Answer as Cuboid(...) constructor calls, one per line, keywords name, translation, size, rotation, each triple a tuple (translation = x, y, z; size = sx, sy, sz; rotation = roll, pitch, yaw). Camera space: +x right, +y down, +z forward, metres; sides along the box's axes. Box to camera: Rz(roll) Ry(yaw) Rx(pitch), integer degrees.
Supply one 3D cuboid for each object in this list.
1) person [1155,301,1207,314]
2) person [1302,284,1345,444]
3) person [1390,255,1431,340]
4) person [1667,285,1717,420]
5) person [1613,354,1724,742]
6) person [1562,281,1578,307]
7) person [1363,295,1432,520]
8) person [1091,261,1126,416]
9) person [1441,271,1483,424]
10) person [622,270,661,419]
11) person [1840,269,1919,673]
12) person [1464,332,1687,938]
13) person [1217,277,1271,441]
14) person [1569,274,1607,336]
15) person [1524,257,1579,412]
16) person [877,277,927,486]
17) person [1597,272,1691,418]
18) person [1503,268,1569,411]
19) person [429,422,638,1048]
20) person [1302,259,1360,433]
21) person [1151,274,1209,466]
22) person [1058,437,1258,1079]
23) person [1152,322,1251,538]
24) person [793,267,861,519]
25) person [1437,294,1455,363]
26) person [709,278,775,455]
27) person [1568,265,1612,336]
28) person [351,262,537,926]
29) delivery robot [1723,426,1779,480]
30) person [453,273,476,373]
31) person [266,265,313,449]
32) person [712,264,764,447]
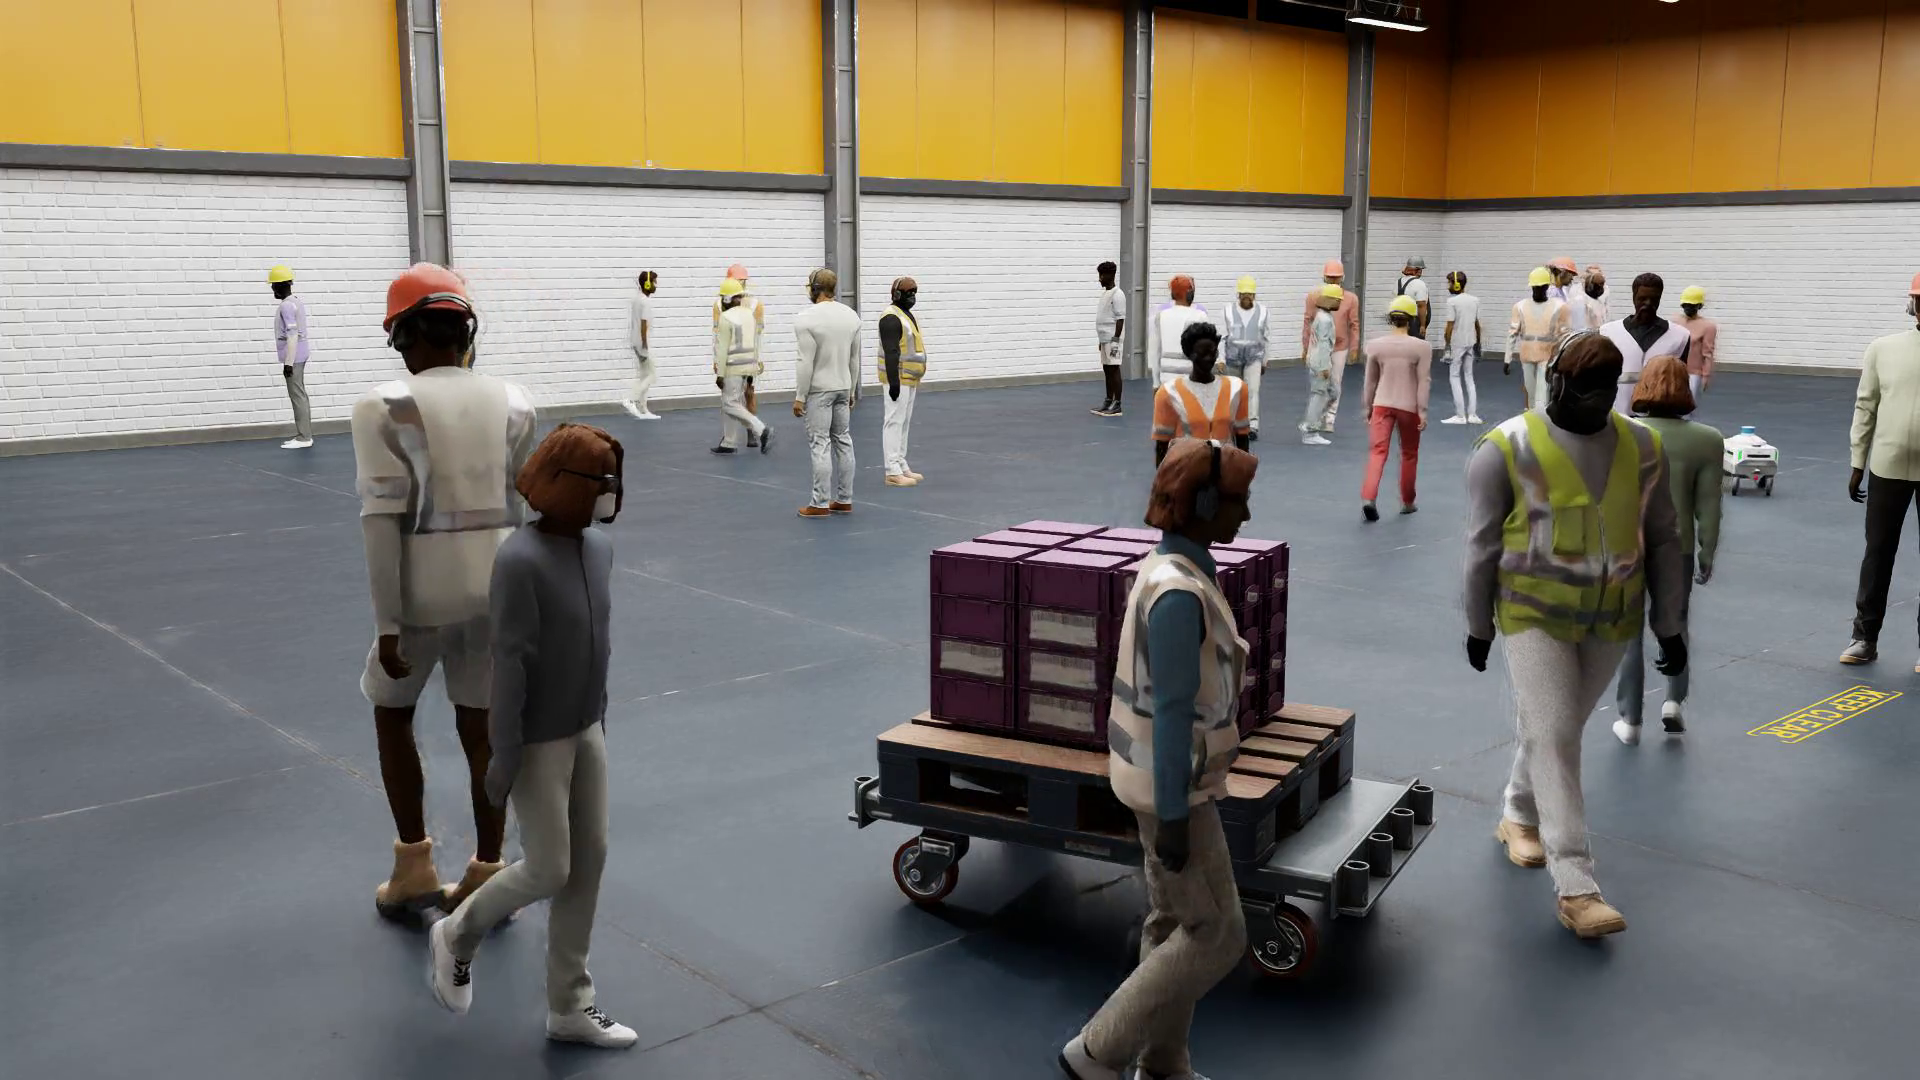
Cuboid(name="person", translation=(2.283, -1.855, 17.420), size=(0.577, 1.829, 0.690), rotation=(-2, 10, -9))
Cuboid(name="person", translation=(3.915, -1.882, 17.872), size=(0.405, 1.715, 0.523), rotation=(2, 10, 9))
Cuboid(name="person", translation=(6.854, -3.279, 25.138), size=(0.535, 2.000, 0.688), rotation=(-4, 11, -23))
Cuboid(name="person", translation=(7.066, -1.613, 16.239), size=(0.386, 1.738, 0.547), rotation=(-8, 13, -40))
Cuboid(name="person", translation=(2.870, 0.042, 6.933), size=(0.504, 1.622, 0.354), rotation=(2, 10, 12))
Cuboid(name="person", translation=(10.581, -3.920, 29.222), size=(0.552, 1.924, 0.592), rotation=(-1, 10, -6))
Cuboid(name="person", translation=(3.346, -1.021, 12.827), size=(0.530, 1.732, 0.873), rotation=(6, 11, 31))
Cuboid(name="person", translation=(1.897, -2.552, 21.123), size=(0.378, 1.958, 0.600), rotation=(-2, 10, -13))
Cuboid(name="person", translation=(6.055, -2.312, 20.050), size=(0.595, 1.847, 0.400), rotation=(-6, 11, -29))
Cuboid(name="person", translation=(-3.914, -2.390, 20.505), size=(0.443, 1.849, 0.551), rotation=(-5, 11, -27))
Cuboid(name="person", translation=(4.669, -0.350, 8.116), size=(0.609, 1.997, 0.375), rotation=(7, 12, 37))
Cuboid(name="person", translation=(1.921, 0.251, 5.198), size=(0.632, 1.794, 0.978), rotation=(-1, 10, -8))
Cuboid(name="person", translation=(3.123, -1.990, 18.322), size=(0.590, 1.781, 0.934), rotation=(1, 10, 7))
Cuboid(name="person", translation=(7.828, -2.352, 20.433), size=(0.649, 1.792, 0.931), rotation=(-8, 13, -40))
Cuboid(name="person", translation=(7.097, -2.335, 19.707), size=(0.828, 1.999, 0.655), rotation=(8, 13, 39))
Cuboid(name="person", translation=(-0.509, -1.406, 14.764), size=(0.430, 1.841, 0.624), rotation=(2, 10, 13))
Cuboid(name="person", translation=(4.385, -0.766, 10.782), size=(0.593, 1.920, 0.391), rotation=(2, 10, 14))
Cuboid(name="person", translation=(6.128, -1.945, 17.768), size=(0.620, 1.881, 0.935), rotation=(7, 12, 34))
Cuboid(name="person", translation=(-1.091, 0.496, 4.263), size=(0.507, 1.610, 0.528), rotation=(3, 10, 19))
Cuboid(name="person", translation=(4.239, -2.204, 19.014), size=(0.643, 1.976, 0.483), rotation=(2, 10, 11))
Cuboid(name="person", translation=(1.901, -1.377, 14.505), size=(0.625, 1.870, 0.591), rotation=(-9, 13, -43))
Cuboid(name="person", translation=(0.495, 0.571, 3.824), size=(0.370, 1.623, 0.525), rotation=(1, 10, 6))
Cuboid(name="person", translation=(1.277, -0.333, 8.926), size=(0.544, 1.681, 0.591), rotation=(-2, 10, -11))
Cuboid(name="person", translation=(-1.037, -1.128, 12.845), size=(0.367, 1.938, 0.634), rotation=(9, 13, 41))
Cuboid(name="person", translation=(9.279, -4.128, 31.184), size=(0.612, 1.665, 0.551), rotation=(-2, 10, -10))
Cuboid(name="person", translation=(-2.208, -1.723, 16.709), size=(0.737, 1.806, 0.602), rotation=(4, 10, 20))
Cuboid(name="person", translation=(9.595, -3.244, 25.381), size=(0.660, 1.895, 0.420), rotation=(2, 10, 9))
Cuboid(name="person", translation=(-1.550, 0.171, 5.075), size=(0.604, 2.005, 0.604), rotation=(-9, 14, -44))
Cuboid(name="delivery robot", translation=(6.762, -0.733, 14.301), size=(0.477, 0.478, 0.707), rotation=(1, 10, 9))
Cuboid(name="person", translation=(-5.265, -1.867, 17.443), size=(0.345, 1.846, 0.506), rotation=(-8, 12, -38))
Cuboid(name="person", translation=(-7.060, -1.920, 17.519), size=(0.384, 1.922, 0.593), rotation=(-3, 10, -14))
Cuboid(name="person", translation=(-2.346, -1.946, 17.619), size=(0.551, 1.940, 0.345), rotation=(0, 10, -2))
